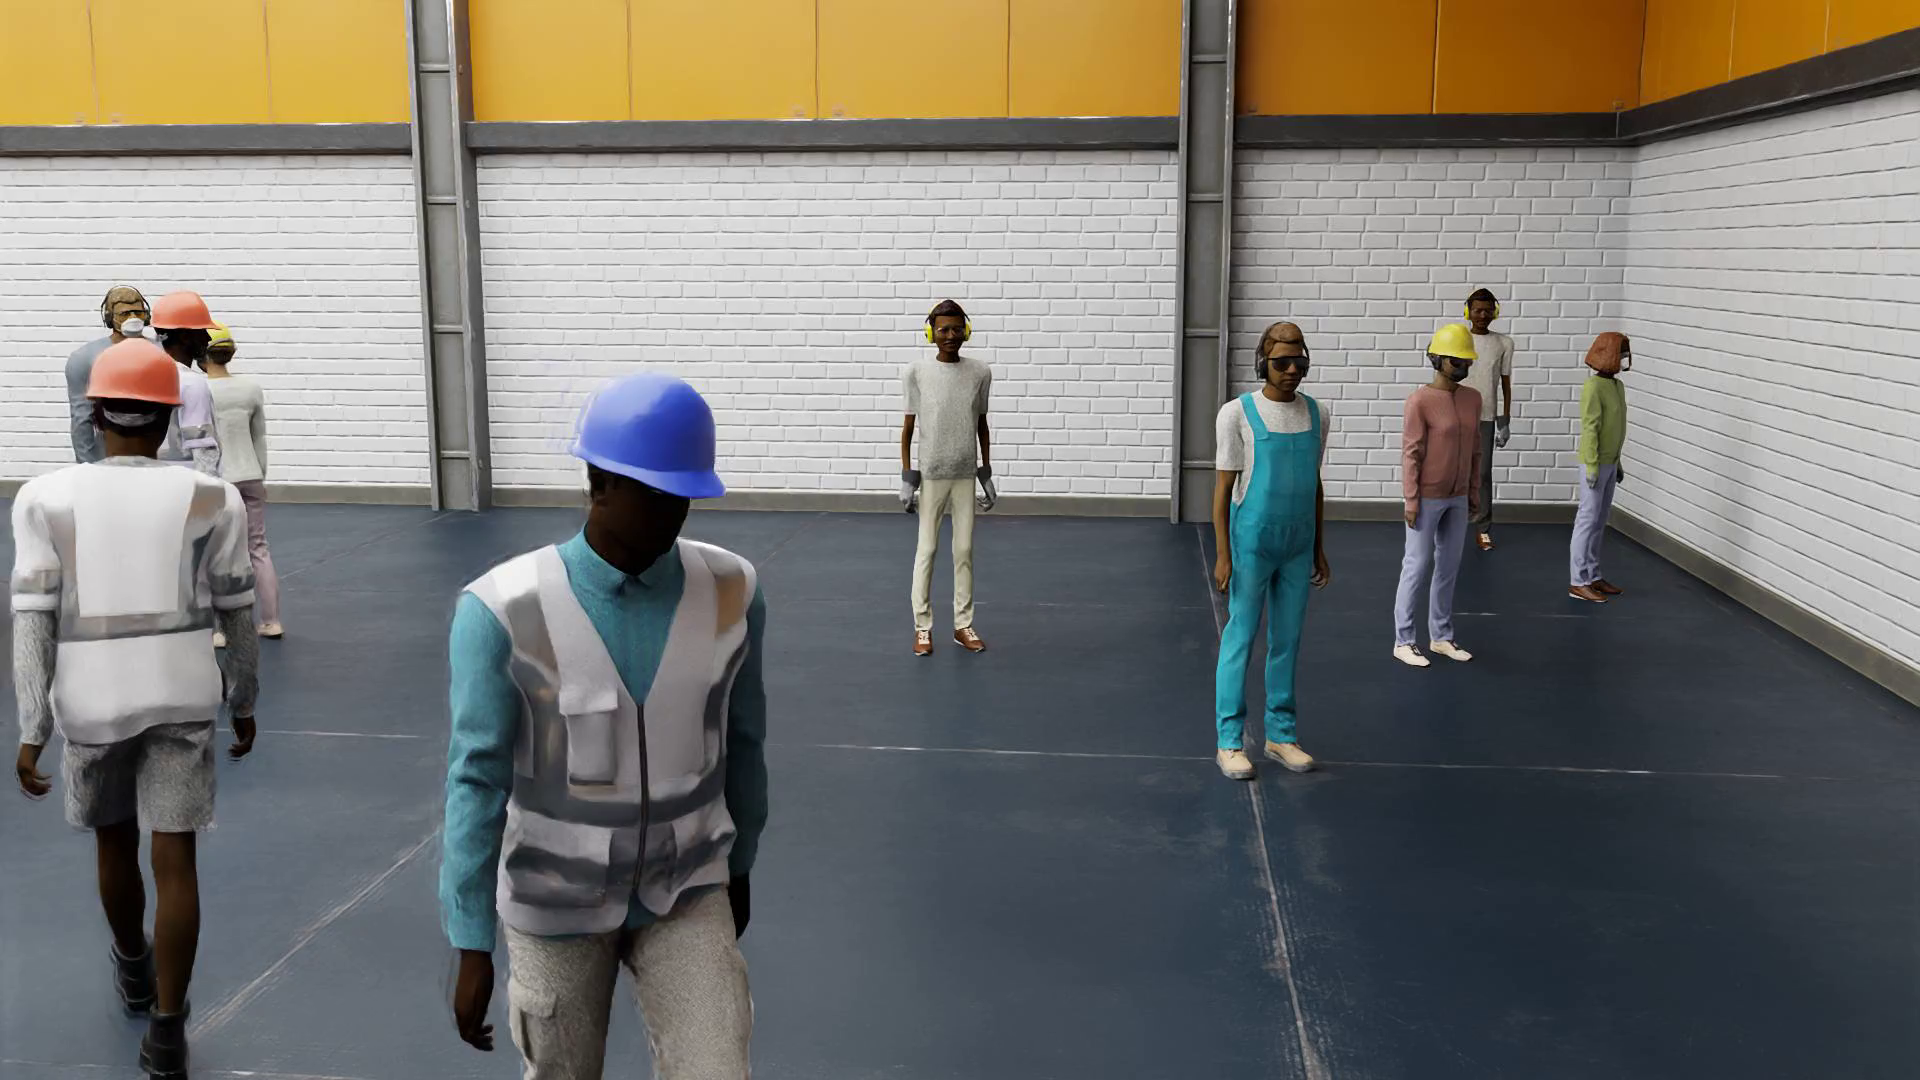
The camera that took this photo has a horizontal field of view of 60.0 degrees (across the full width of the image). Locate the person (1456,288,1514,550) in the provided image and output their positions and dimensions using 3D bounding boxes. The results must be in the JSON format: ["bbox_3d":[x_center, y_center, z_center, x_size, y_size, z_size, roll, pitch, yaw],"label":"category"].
[{"bbox_3d":[3.648,-0.849,11.811,0.504,1.861,0.329,2,10,13],"label":"person"}]

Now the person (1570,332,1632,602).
[{"bbox_3d":[3.923,-0.450,10.155,0.284,1.633,0.500,8,13,38],"label":"person"}]

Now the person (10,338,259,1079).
[{"bbox_3d":[-2.178,0.418,4.443,0.575,1.888,0.897,-4,11,-24],"label":"person"}]

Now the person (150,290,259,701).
[{"bbox_3d":[-3.611,-0.199,7.843,0.552,1.936,0.358,8,13,39],"label":"person"}]

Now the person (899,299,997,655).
[{"bbox_3d":[-0.059,-0.327,8.774,0.531,1.870,0.317,-3,10,-18],"label":"person"}]

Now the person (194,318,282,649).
[{"bbox_3d":[-3.938,-0.298,8.911,0.332,1.765,0.532,5,11,27],"label":"person"}]

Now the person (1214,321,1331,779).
[{"bbox_3d":[1.262,0.042,6.729,0.517,1.843,0.325,-4,11,-20],"label":"person"}]

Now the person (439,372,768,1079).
[{"bbox_3d":[-0.603,0.660,2.987,0.645,1.905,0.775,-5,11,-25],"label":"person"}]

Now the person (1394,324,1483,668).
[{"bbox_3d":[2.469,-0.223,8.506,0.521,1.759,0.345,-6,12,-31],"label":"person"}]

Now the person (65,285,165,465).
[{"bbox_3d":[-4.423,-0.393,8.952,0.365,1.939,0.636,9,13,41],"label":"person"}]
